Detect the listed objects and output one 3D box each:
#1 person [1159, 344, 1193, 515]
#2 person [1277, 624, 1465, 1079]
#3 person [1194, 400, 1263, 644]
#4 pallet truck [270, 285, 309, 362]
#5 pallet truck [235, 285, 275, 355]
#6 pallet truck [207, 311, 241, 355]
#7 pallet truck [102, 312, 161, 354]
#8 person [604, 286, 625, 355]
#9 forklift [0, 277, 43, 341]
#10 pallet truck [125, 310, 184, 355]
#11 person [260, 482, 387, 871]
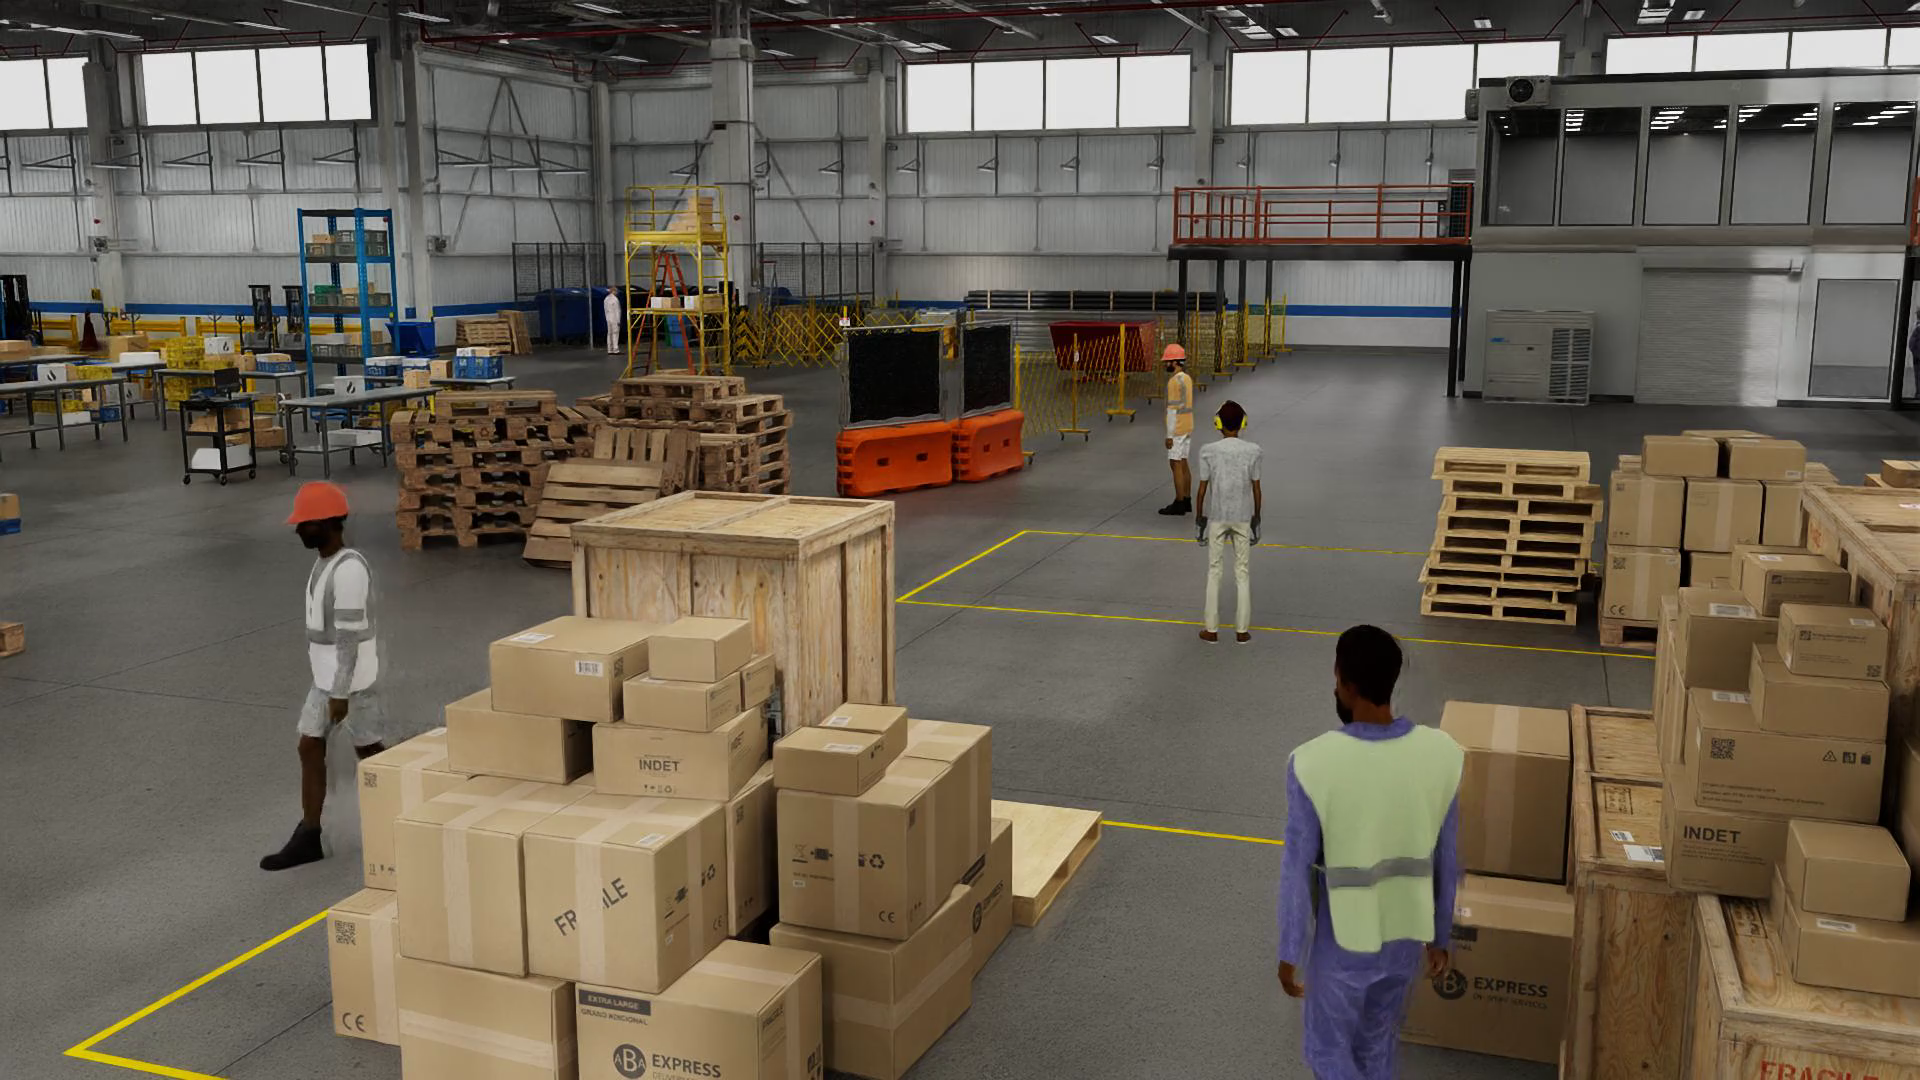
[{"bbox_3d":[2.424,-1.242,18.767,0.398,1.928,0.542,4,11,24],"label":"person"},{"bbox_3d":[1.273,1.207,5.061,0.596,1.897,0.684,-3,10,-16],"label":"person"},{"bbox_3d":[2.047,-0.130,12.688,0.506,1.860,0.320,1,10,6],"label":"person"},{"bbox_3d":[-17.147,-5.700,43.663,0.823,1.965,1.885,3,11,17],"label":"pallet truck"},{"bbox_3d":[-18.327,-5.835,44.421,0.823,1.965,1.885,4,11,23],"label":"pallet truck"},{"bbox_3d":[-19.537,-5.575,44.913,0.653,1.274,1.630,3,11,19],"label":"pallet truck"},{"bbox_3d":[-23.057,-5.777,46.261,0.680,1.201,1.601,3,11,19],"label":"pallet truck"},{"bbox_3d":[-9.542,-6.054,45.900,0.409,1.913,0.642,-9,13,-41],"label":"person"},{"bbox_3d":[-27.151,-6.329,46.328,1.157,1.987,2.680,3,11,17],"label":"forklift"},{"bbox_3d":[-22.038,-5.665,45.457,0.704,1.261,1.522,3,11,17],"label":"pallet truck"},{"bbox_3d":[-2.988,0.647,8.206,0.920,1.907,0.559,-8,13,-39],"label":"person"}]
